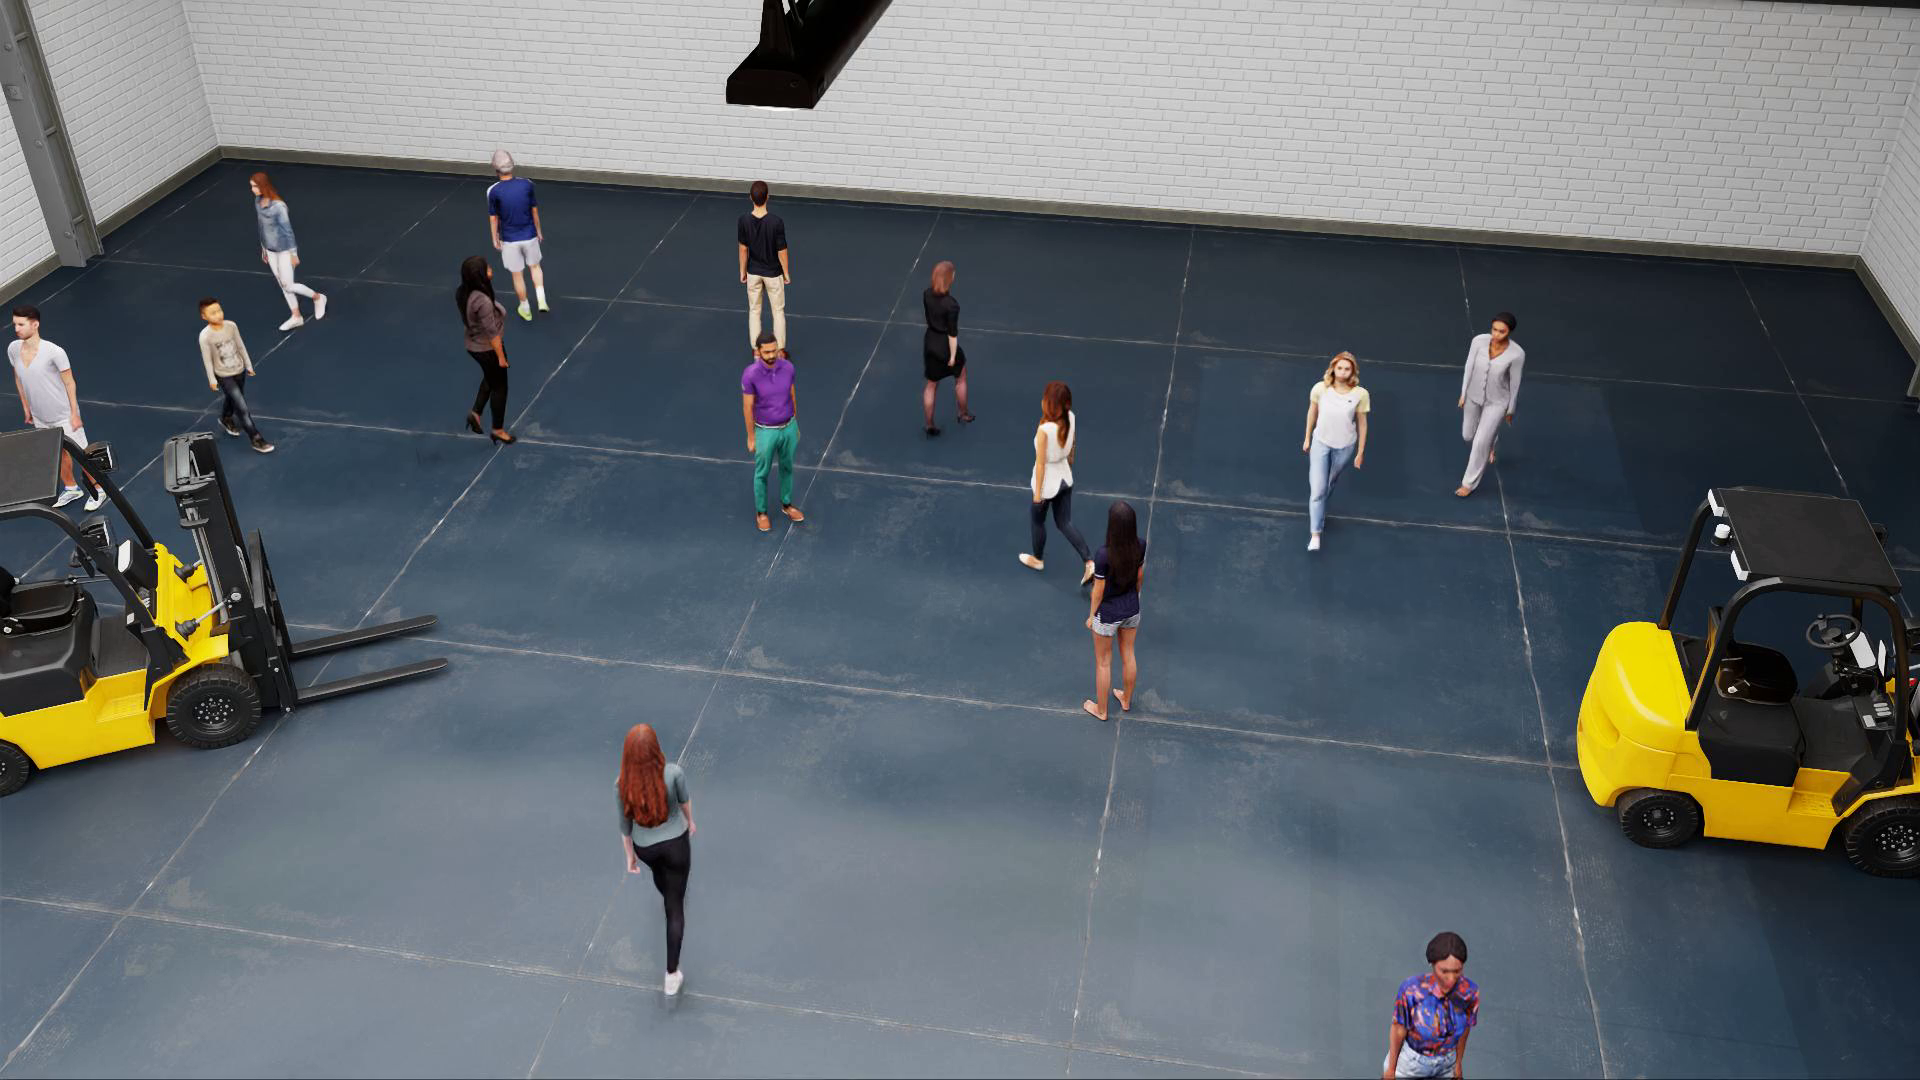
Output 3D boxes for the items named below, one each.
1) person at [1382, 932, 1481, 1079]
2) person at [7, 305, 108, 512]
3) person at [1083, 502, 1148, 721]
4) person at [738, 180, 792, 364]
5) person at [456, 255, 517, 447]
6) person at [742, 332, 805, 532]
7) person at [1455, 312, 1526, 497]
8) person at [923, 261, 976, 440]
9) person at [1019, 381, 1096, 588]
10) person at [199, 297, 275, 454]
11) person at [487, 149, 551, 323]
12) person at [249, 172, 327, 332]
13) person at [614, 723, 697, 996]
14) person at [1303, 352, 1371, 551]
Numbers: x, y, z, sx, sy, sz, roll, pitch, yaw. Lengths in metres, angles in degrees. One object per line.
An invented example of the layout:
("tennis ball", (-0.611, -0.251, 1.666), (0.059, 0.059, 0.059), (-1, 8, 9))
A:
("person", (2.336, 2.634, 8.414), (0.637, 1.741, 0.598), (-3, 34, -5))
("person", (-7.599, -1.115, 13.950), (0.665, 1.856, 0.545), (6, 34, 8))
("person", (1.090, 0.501, 11.600), (0.653, 1.767, 0.693), (-16, 37, -23))
("person", (-1.896, -2.587, 16.168), (0.646, 1.852, 0.561), (4, 34, 6))
("person", (-4.284, -1.630, 14.750), (0.900, 1.828, 0.840), (-26, 41, -33))
("person", (-1.544, -0.922, 13.739), (0.708, 1.767, 0.747), (-18, 37, -24))
("person", (4.562, -1.227, 14.259), (0.955, 1.701, 1.110), (24, 40, 31))
("person", (-0.226, -1.670, 14.938), (0.816, 1.687, 0.922), (24, 41, 32))
("person", (0.793, -0.399, 12.961), (1.049, 1.759, 1.026), (-28, 43, -36))
("person", (-6.592, -1.510, 14.916), (0.821, 1.445, 0.986), (16, 37, 23))
("person", (-4.461, -3.057, 16.896), (0.839, 1.829, 0.897), (-17, 37, -24))
("person", (-6.814, -2.956, 16.871), (0.792, 1.687, 0.884), (22, 39, 29))
("person", (-1.716, 1.848, 9.633), (0.794, 1.700, 1.227), (-3, 34, -5))
("person", (3.060, -0.804, 13.634), (0.640, 1.688, 1.053), (7, 34, 10))
